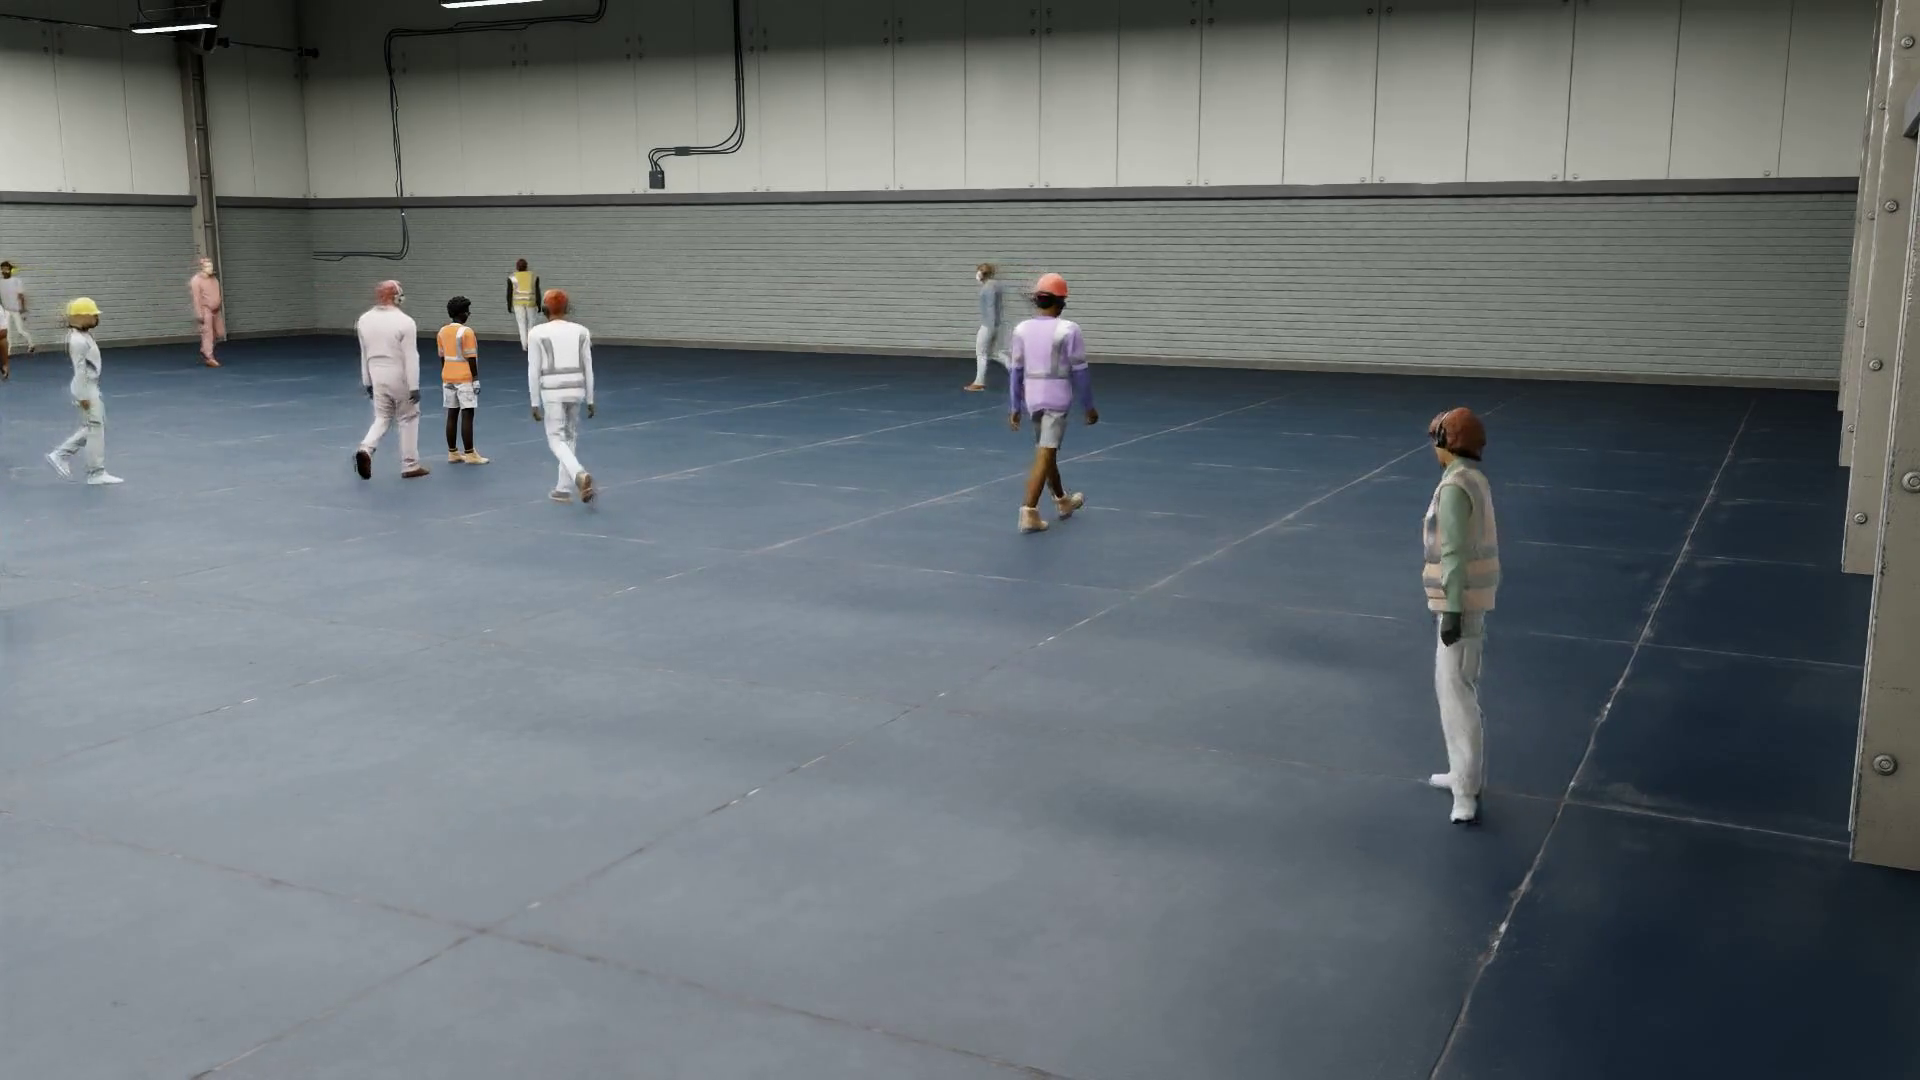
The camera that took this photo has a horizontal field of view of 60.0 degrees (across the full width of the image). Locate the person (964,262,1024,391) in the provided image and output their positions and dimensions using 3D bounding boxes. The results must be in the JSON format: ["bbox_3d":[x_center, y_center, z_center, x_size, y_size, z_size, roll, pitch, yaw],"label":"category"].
[{"bbox_3d":[0.517,-3.150,24.604,0.834,1.914,0.635,1,10,4],"label":"person"}]

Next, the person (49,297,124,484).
[{"bbox_3d":[-8.110,-1.369,15.338,0.518,1.731,0.493,-4,11,-21],"label":"person"}]

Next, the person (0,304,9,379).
[{"bbox_3d":[-10.266,-1.875,17.270,0.709,2.000,0.536,-9,13,-39],"label":"person"}]

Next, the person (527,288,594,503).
[{"bbox_3d":[-3.346,-1.206,14.145,0.583,1.859,0.801,-8,13,-39],"label":"person"}]

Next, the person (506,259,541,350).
[{"bbox_3d":[-8.791,-4.736,33.470,0.661,1.815,0.784,-4,11,-22],"label":"person"}]

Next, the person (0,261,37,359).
[{"bbox_3d":[-17.624,-4.284,31.019,0.545,1.834,0.891,1,10,3],"label":"person"}]

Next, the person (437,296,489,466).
[{"bbox_3d":[-5.000,-1.591,16.671,0.531,1.693,0.320,8,13,36],"label":"person"}]

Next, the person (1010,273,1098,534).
[{"bbox_3d":[0.761,-1.082,13.074,0.618,1.989,1.041,9,14,40],"label":"person"}]

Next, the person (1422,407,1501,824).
[{"bbox_3d":[1.991,0.286,6.671,0.321,1.606,0.713,4,11,20],"label":"person"}]

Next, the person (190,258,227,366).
[{"bbox_3d":[-13.206,-3.987,29.190,0.487,1.897,0.644,3,11,14],"label":"person"}]

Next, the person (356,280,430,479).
[{"bbox_3d":[-5.347,-1.489,15.590,0.653,1.881,0.737,4,11,19],"label":"person"}]
